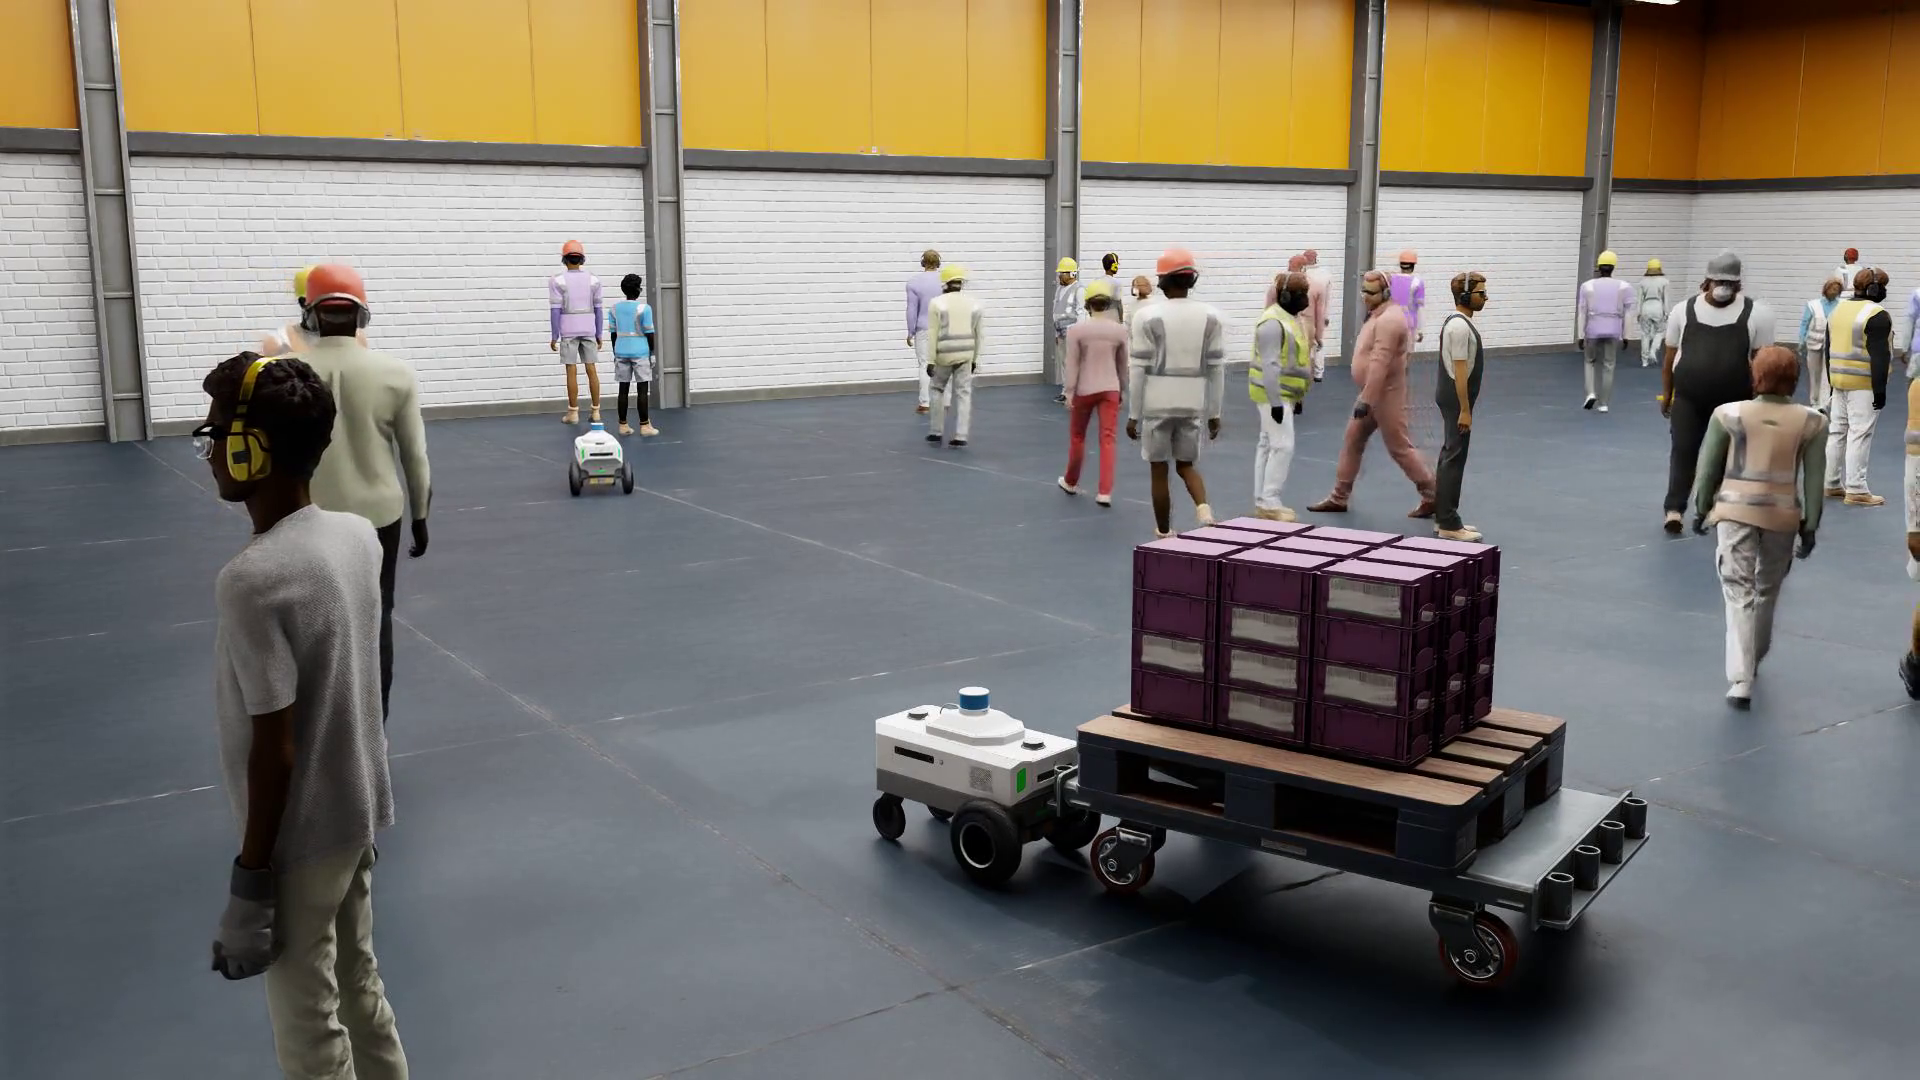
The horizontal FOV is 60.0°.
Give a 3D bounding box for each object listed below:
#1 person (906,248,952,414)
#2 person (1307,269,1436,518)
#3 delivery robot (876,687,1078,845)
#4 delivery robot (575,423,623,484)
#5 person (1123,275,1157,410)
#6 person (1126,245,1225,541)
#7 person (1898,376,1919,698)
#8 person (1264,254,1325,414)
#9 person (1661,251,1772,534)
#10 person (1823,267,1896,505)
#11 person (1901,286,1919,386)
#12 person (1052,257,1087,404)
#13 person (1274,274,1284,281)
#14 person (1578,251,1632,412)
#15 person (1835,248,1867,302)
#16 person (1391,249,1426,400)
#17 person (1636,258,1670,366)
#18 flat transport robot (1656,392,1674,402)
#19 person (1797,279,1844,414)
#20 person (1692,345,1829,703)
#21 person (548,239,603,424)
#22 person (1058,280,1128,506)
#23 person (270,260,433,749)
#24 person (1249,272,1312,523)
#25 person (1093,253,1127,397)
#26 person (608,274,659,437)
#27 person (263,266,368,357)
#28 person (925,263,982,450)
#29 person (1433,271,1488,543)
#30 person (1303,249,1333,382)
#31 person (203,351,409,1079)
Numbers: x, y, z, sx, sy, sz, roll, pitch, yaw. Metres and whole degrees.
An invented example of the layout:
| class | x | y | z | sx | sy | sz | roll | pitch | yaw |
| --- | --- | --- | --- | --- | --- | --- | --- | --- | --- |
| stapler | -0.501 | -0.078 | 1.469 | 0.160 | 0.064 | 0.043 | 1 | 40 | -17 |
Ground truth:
| class | x | y | z | sx | sy | sz | roll | pitch | yaw |
| --- | --- | --- | --- | --- | --- | --- | --- | --- | --- |
| person | -0.334 | -2.446 | 19.562 | 0.628 | 1.940 | 0.378 | -3 | 11 | -14 |
| person | 3.158 | -1.077 | 12.324 | 0.958 | 1.853 | 0.643 | 0 | 10 | 1 |
| delivery robot | 0.046 | 0.741 | 5.627 | 0.707 | 0.478 | 0.477 | 9 | 14 | 41 |
| delivery robot | -2.959 | -0.714 | 13.605 | 0.477 | 0.478 | 0.707 | -3 | 11 | -16 |
| person | 2.140 | -2.347 | 19.898 | 0.376 | 1.615 | 0.511 | -7 | 13 | -34 |
| person | 1.377 | -0.843 | 10.538 | 0.610 | 2.027 | 0.602 | -3 | 11 | -16 |
| person | 4.282 | -0.138 | 7.072 | 0.552 | 1.875 | 1.052 | 4 | 11 | 21 |
| person | 3.829 | -2.351 | 19.217 | 0.729 | 1.877 | 0.436 | 1 | 10 | 3 |
| person | 5.285 | -1.057 | 11.666 | 0.690 | 2.000 | 1.002 | 5 | 11 | 25 |
| person | 7.027 | -1.199 | 12.989 | 0.429 | 1.842 | 0.636 | -1 | 10 | -7 |
| person | 10.073 | -2.004 | 17.193 | 0.557 | 1.918 | 0.653 | 4 | 11 | 22 |
| person | 1.354 | -2.596 | 20.715 | 0.404 | 1.824 | 0.586 | -6 | 12 | -30 |
| person | 4.217 | -2.720 | 21.989 | 0.541 | 1.599 | 0.411 | -9 | 13 | -39 |
| person | 7.644 | -2.468 | 19.771 | 0.600 | 1.911 | 0.427 | 3 | 11 | 17 |
| person | 15.244 | -4.058 | 28.558 | 0.583 | 1.879 | 0.337 | -1 | 10 | -5 |
| person | 5.616 | -2.719 | 21.095 | 0.575 | 1.924 | 0.416 | 7 | 12 | 34 |
| person | 11.153 | -3.662 | 26.792 | 0.513 | 1.729 | 0.372 | 5 | 12 | 28 |
| flat transport robot | 9.476 | -1.823 | 20.723 | 1.431 | 0.197 | 0.652 | -4 | 11 | -21 |
| person | 9.999 | -2.215 | 19.254 | 0.517 | 1.583 | 0.901 | 7 | 12 | 32 |
| person | 3.625 | -0.086 | 7.565 | 0.513 | 1.594 | 0.864 | 2 | 11 | 13 |
| person | -4.277 | -2.309 | 18.521 | 0.609 | 2.044 | 0.394 | -6 | 12 | -31 |
| person | 1.045 | -1.161 | 13.064 | 0.548 | 1.722 | 0.860 | -2 | 11 | -12 |
| person | -2.433 | -0.110 | 6.629 | 0.648 | 1.980 | 0.518 | -3 | 11 | -17 |
| person | 2.347 | -1.028 | 12.125 | 0.459 | 1.823 | 0.626 | 5 | 12 | 26 |
| person | 1.926 | -2.770 | 21.527 | 0.538 | 1.869 | 0.313 | 10 | 14 | 44 |
| person | -3.404 | -1.923 | 17.360 | 0.541 | 1.696 | 0.316 | 4 | 11 | 21 |
| person | -3.600 | -0.594 | 9.475 | 0.623 | 1.905 | 0.609 | -8 | 13 | -37 |
| person | -0.118 | -1.808 | 16.407 | 0.627 | 1.808 | 0.703 | -5 | 12 | -26 |
| person | 3.436 | -0.910 | 11.399 | 0.345 | 1.846 | 0.508 | 2 | 11 | 11 |
| person | 4.991 | -3.207 | 23.830 | 0.652 | 1.904 | 0.403 | -2 | 11 | -13 |
| person | -1.253 | 0.581 | 3.157 | 0.328 | 1.872 | 0.511 | 0 | 10 | 2 |
